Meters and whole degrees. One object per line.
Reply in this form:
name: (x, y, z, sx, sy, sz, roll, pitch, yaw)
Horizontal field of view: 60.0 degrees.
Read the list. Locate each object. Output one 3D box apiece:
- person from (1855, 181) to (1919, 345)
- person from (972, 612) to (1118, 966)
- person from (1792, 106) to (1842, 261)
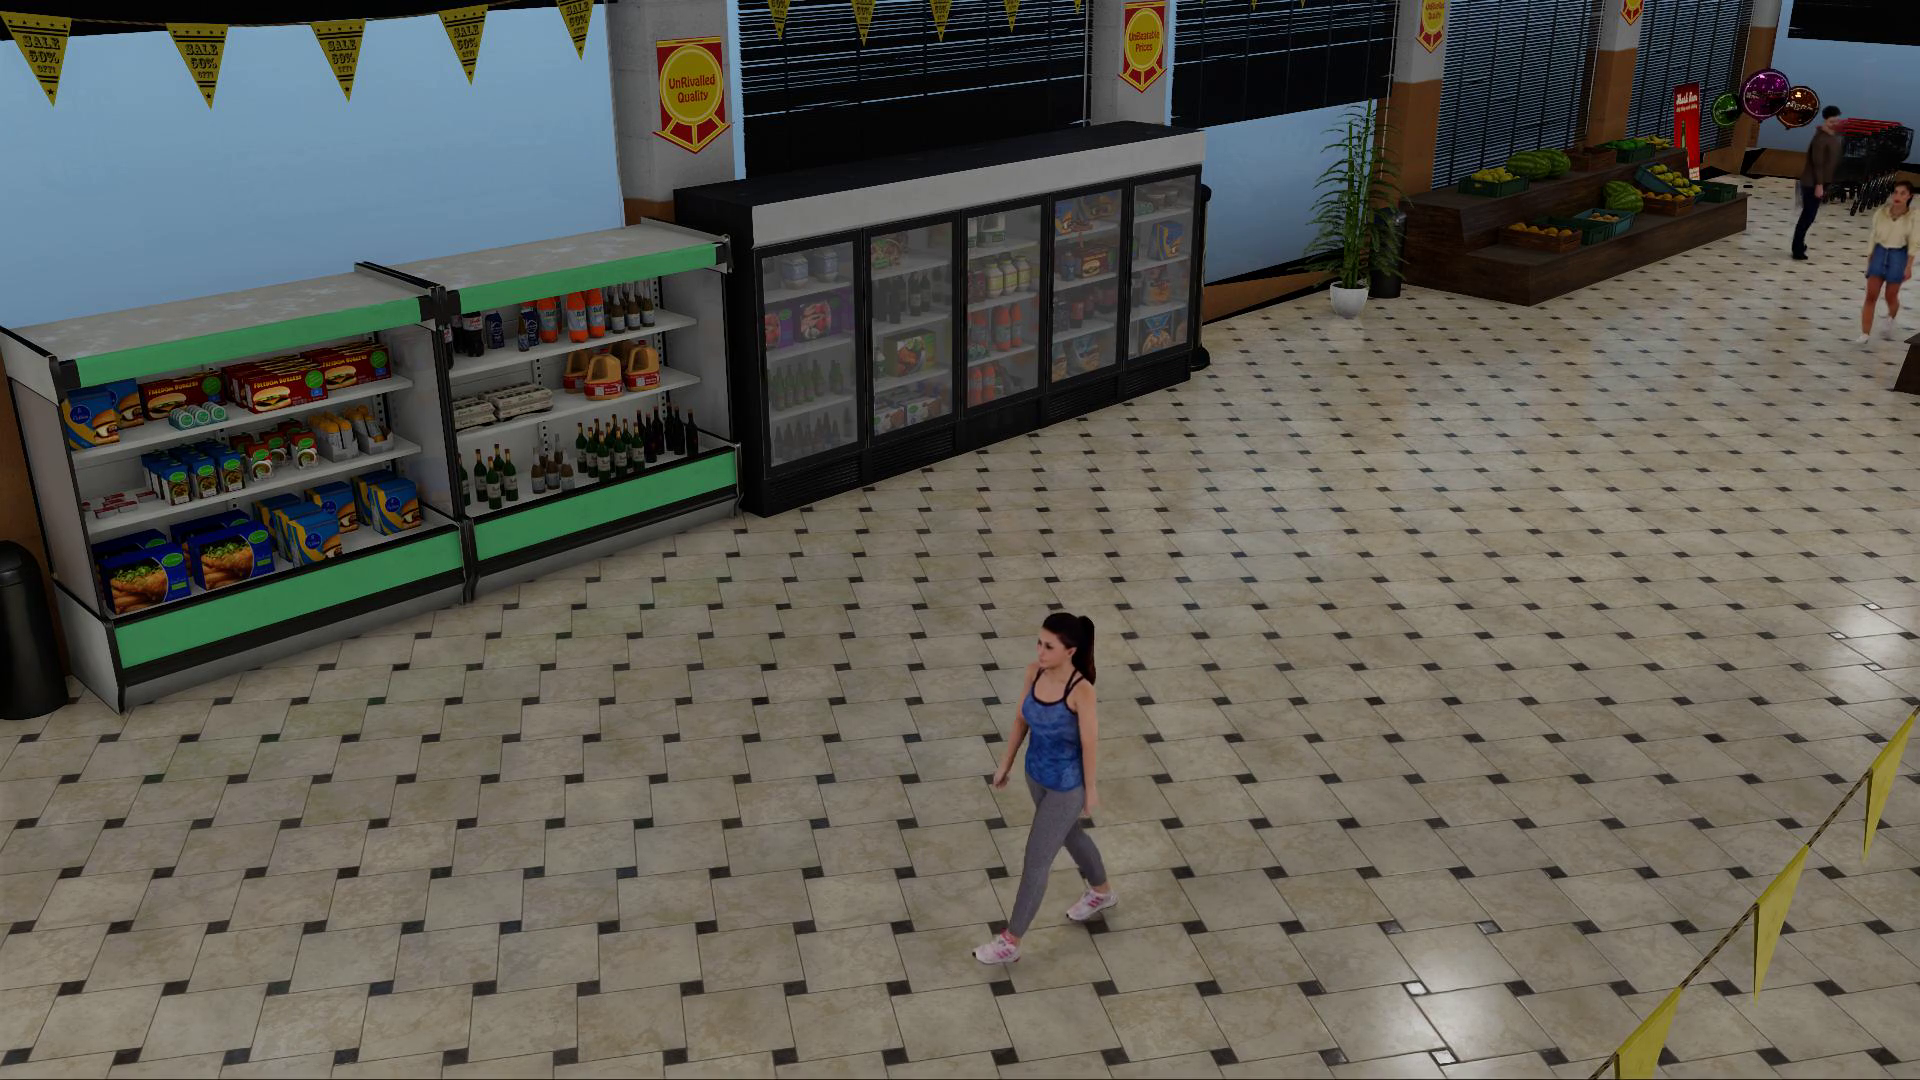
person: (9.294, -2.757, 16.581, 0.633, 1.605, 1.056, 19, 29, 40)
person: (0.470, 1.034, 7.189, 1.106, 1.573, 0.745, -12, 25, -28)
person: (10.381, -4.350, 20.206, 0.962, 1.859, 0.573, 11, 24, 25)
